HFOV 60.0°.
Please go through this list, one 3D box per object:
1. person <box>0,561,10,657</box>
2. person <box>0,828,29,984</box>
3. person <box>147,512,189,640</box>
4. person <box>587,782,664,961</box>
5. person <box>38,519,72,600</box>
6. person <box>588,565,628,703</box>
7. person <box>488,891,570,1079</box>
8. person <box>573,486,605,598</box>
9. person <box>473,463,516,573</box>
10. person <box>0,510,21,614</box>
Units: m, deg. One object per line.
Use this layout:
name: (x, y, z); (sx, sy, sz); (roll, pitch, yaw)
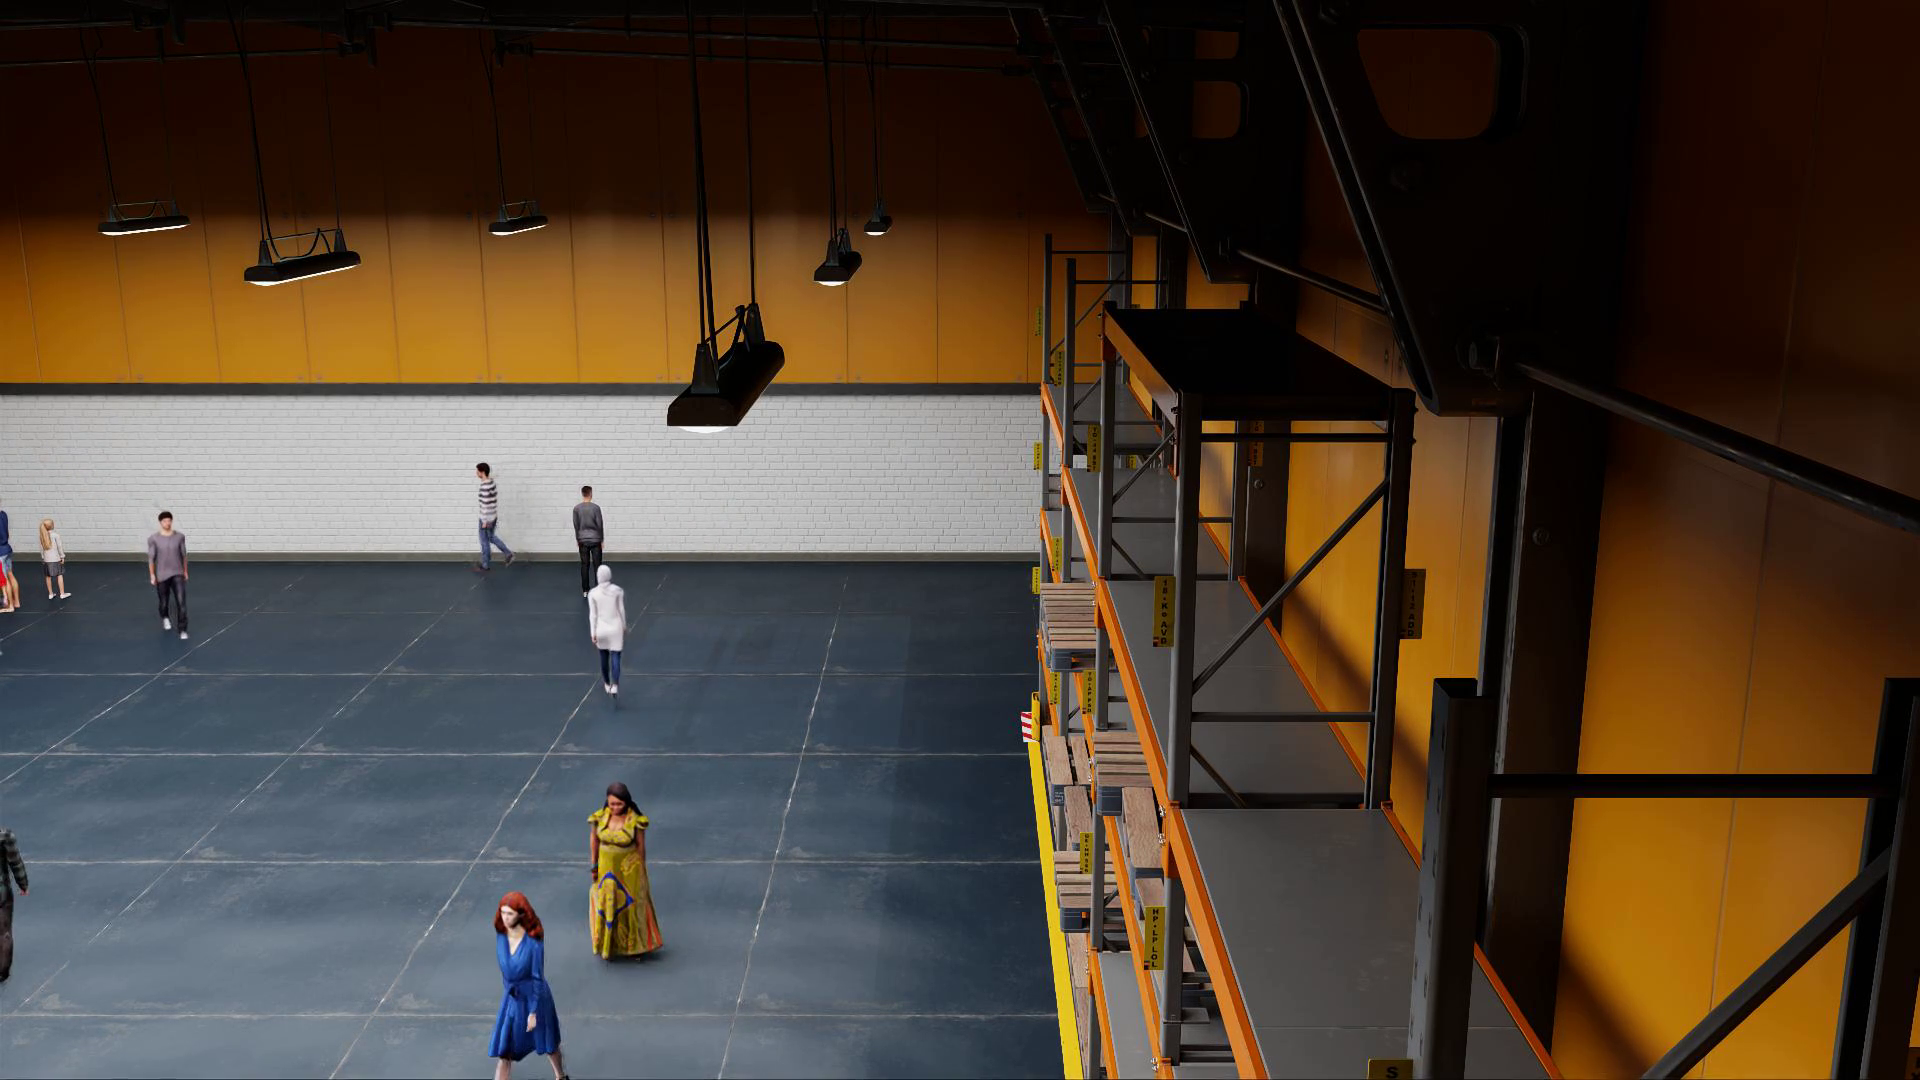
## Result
person: (-13.494, 0.803, 23.082); (0.833, 1.688, 0.903); (-10, 17, -36)
person: (-8.328, 3.034, 14.225); (0.864, 1.696, 0.973); (-4, 14, -18)
person: (-11.449, 0.497, 24.053); (1.044, 1.825, 1.213); (-9, 16, -32)
person: (-2.993, 2.878, 14.593); (0.811, 1.649, 0.711); (-1, 14, -2)
person: (-14.246, 0.284, 26.102); (0.506, 1.275, 0.514); (0, 14, -2)
person: (-4.477, 1.216, 21.251); (0.727, 1.746, 1.126); (-2, 14, -9)
person: (-3.091, 3.397, 12.167); (0.957, 1.783, 1.210); (6, 15, 25)
person: (-5.826, 0.015, 26.172); (0.611, 1.765, 0.525); (0, 14, 1)
person: (-7.778, -0.385, 27.661); (0.740, 1.842, 0.809); (0, 14, 1)
person: (-14.615, 0.177, 25.329); (0.671, 1.847, 0.485); (-1, 14, -3)
